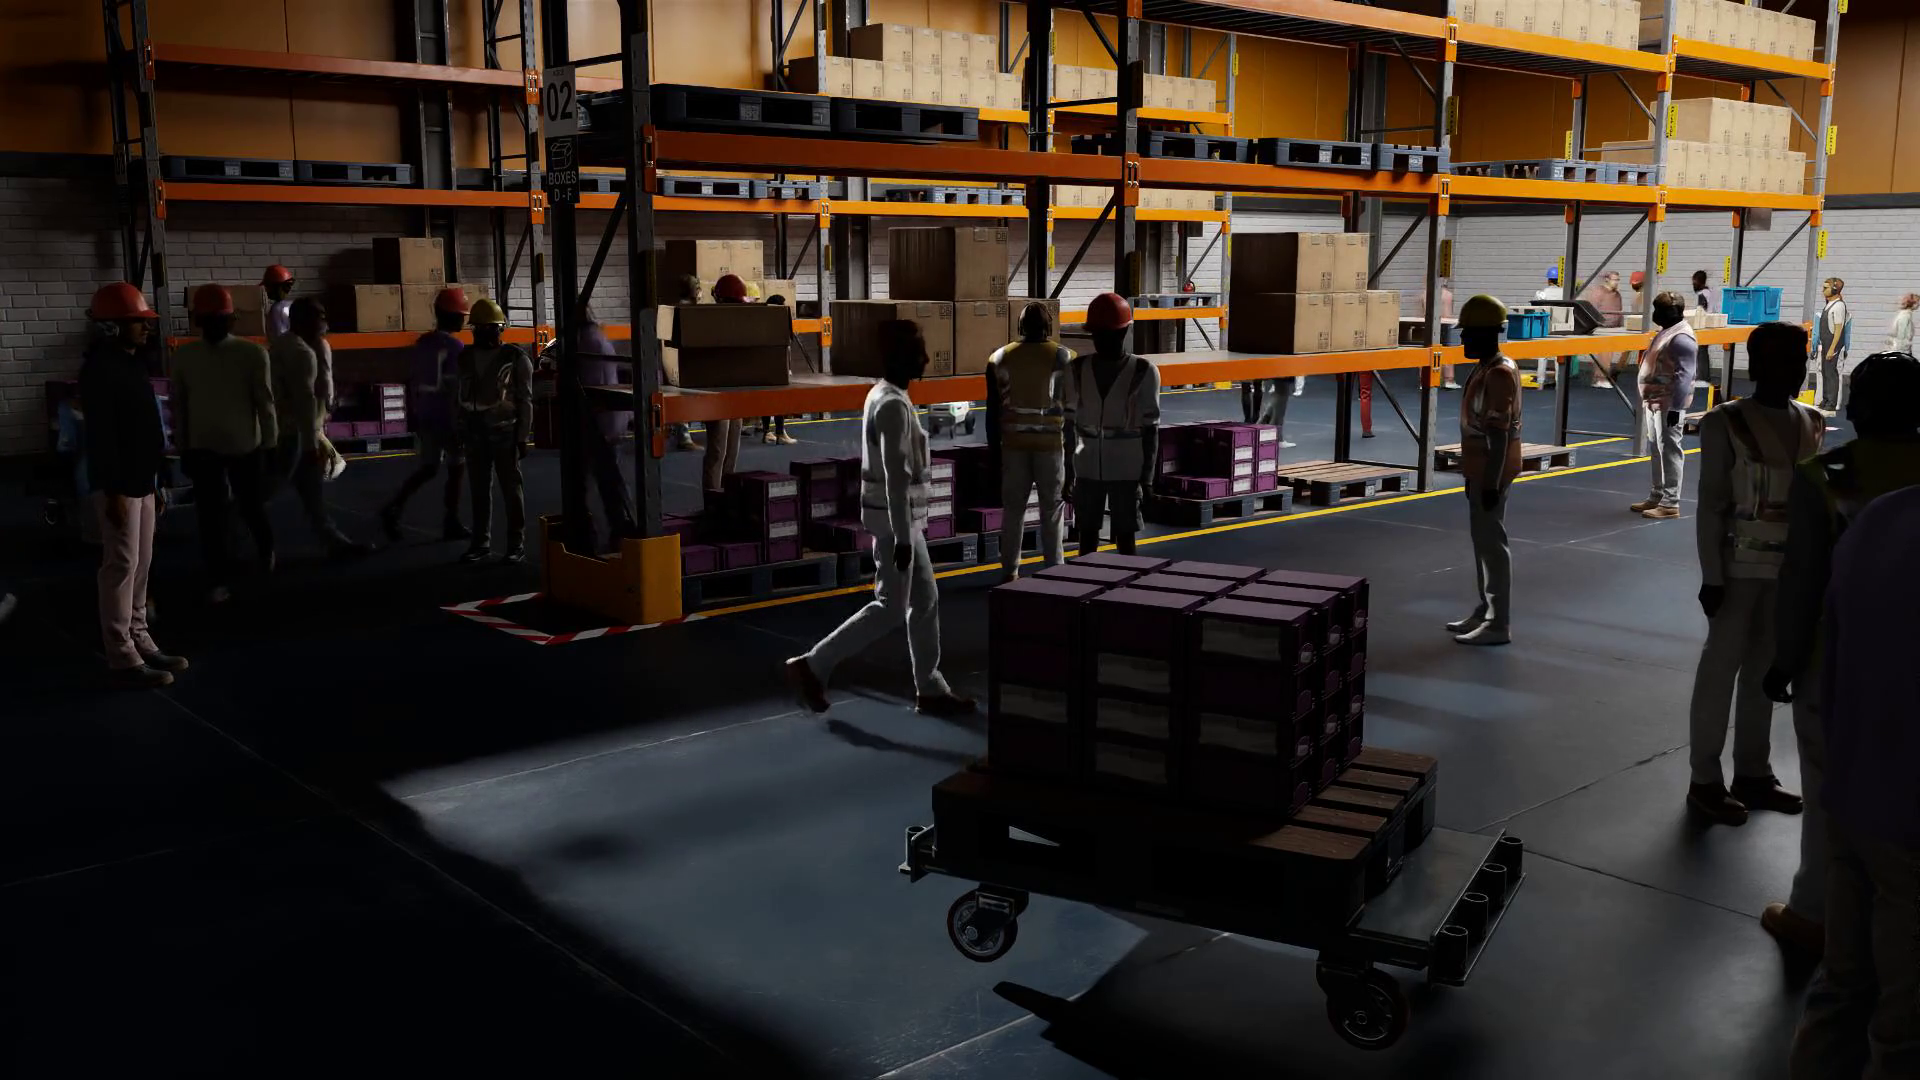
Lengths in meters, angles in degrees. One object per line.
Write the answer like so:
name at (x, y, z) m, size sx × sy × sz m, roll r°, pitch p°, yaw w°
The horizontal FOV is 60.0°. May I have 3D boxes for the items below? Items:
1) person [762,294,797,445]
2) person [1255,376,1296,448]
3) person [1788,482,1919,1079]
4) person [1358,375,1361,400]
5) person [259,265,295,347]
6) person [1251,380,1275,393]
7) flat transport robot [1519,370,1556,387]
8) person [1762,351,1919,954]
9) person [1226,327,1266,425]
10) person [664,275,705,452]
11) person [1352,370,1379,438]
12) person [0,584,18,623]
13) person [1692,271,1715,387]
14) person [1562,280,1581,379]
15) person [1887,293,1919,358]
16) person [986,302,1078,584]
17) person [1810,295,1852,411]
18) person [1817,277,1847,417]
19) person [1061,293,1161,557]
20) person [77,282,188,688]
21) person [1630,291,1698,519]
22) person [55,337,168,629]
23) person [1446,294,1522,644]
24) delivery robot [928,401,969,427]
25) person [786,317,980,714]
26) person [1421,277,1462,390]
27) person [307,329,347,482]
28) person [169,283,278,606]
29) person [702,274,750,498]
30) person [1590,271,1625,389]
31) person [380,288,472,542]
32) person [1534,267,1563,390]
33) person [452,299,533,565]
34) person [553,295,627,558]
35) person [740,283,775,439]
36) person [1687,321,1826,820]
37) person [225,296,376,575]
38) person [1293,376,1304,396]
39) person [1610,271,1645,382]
person at (-2.073, -1.921, 18.782) m, size 0.316 × 1.699 × 0.542 m, roll -8°, pitch 13°, yaw -41°
person at (3.549, -1.963, 18.414) m, size 0.422 × 1.908 × 0.607 m, roll -2°, pitch 10°, yaw -14°
person at (1.930, 0.600, 3.340) m, size 0.374 × 1.934 × 0.628 m, roll 0°, pitch 10°, yaw 2°
person at (5.811, -3.010, 24.383) m, size 0.607 × 1.966 × 0.367 m, roll 0°, pitch 10°, yaw 1°
person at (-6.650, -1.670, 16.362) m, size 0.397 × 2.038 × 0.614 m, roll -1°, pitch 10°, yaw -3°
person at (4.800, -3.211, 25.854) m, size 0.534 × 1.864 × 0.310 m, roll 7°, pitch 12°, yaw 36°
flat transport robot at (9.373, -2.650, 27.222) m, size 0.652 × 0.197 × 1.431 m, roll 6°, pitch 11°, yaw 33°
person at (2.761, 0.350, 5.070) m, size 0.620 × 1.845 × 0.430 m, roll 0°, pitch 10°, yaw -2°
person at (3.469, -2.220, 19.891) m, size 0.580 × 1.915 × 0.680 m, roll 0°, pitch 10°, yaw 1°
person at (-2.946, -1.908, 18.064) m, size 0.433 × 1.926 × 0.642 m, roll -2°, pitch 10°, yaw -14°
person at (4.668, -2.074, 19.501) m, size 0.522 × 1.764 × 0.318 m, roll 5°, pitch 11°, yaw 26°
person at (-5.616, -0.261, 9.303) m, size 0.404 × 1.626 × 0.637 m, roll -5°, pitch 11°, yaw -25°
person at (12.121, -3.434, 27.106) m, size 0.414 × 1.880 × 0.684 m, roll 5°, pitch 11°, yaw 29°
person at (10.454, -3.646, 28.768) m, size 0.677 × 1.744 × 0.540 m, roll 0°, pitch 10°, yaw 0°
person at (12.845, -2.542, 22.646) m, size 0.475 × 1.618 × 0.536 m, roll 5°, pitch 11°, yaw 27°
person at (0.475, -0.593, 10.629) m, size 0.625 × 1.836 × 0.429 m, roll 3°, pitch 10°, yaw 15°
person at (11.950, -2.585, 22.847) m, size 0.525 × 1.639 × 0.307 m, roll 0°, pitch 10°, yaw 0°
person at (11.501, -2.544, 22.004) m, size 0.344 × 1.847 × 0.504 m, roll 3°, pitch 10°, yaw 16°
person at (0.798, -0.365, 9.007) m, size 0.542 × 1.929 × 0.374 m, roll 4°, pitch 10°, yaw 21°
person at (-4.124, -0.273, 8.267) m, size 0.380 × 1.996 × 0.608 m, roll -2°, pitch 10°, yaw -10°
person at (5.730, -1.095, 13.539) m, size 0.429 × 1.840 × 0.634 m, roll 1°, pitch 10°, yaw 7°
person at (-4.666, -0.275, 9.169) m, size 0.551 × 1.681 × 0.416 m, roll -7°, pitch 12°, yaw -37°
person at (2.879, -0.388, 9.176) m, size 0.406 × 1.918 × 0.588 m, roll 1°, pitch 10°, yaw 7°
delivery robot at (-0.138, -1.544, 19.646) m, size 0.477 × 0.478 × 0.707 m, roll 3°, pitch 10°, yaw 15°
person at (-0.355, -0.082, 7.577) m, size 0.826 × 1.858 × 0.580 m, roll -1°, pitch 10°, yaw -3°
person at (7.648, -3.305, 26.355) m, size 0.753 × 1.887 × 0.654 m, roll -7°, pitch 12°, yaw -34°
person at (-6.017, -1.318, 15.488) m, size 0.344 × 1.618 × 0.519 m, roll -9°, pitch 13°, yaw -41°
person at (-4.560, -0.618, 10.378) m, size 0.617 × 1.967 × 0.802 m, roll -1°, pitch 10°, yaw -7°
person at (-1.791, -1.046, 12.828) m, size 0.398 × 1.984 × 0.609 m, roll 3°, pitch 10°, yaw 17°
person at (10.376, -3.330, 26.476) m, size 0.681 × 1.882 × 0.695 m, roll -6°, pitch 12°, yaw -33°
person at (-3.879, -0.888, 12.173) m, size 0.577 × 1.898 × 0.758 m, roll 8°, pitch 12°, yaw 38°
person at (9.386, -3.342, 26.366) m, size 0.614 × 1.949 × 0.375 m, roll 1°, pitch 10°, yaw 8°
person at (-3.240, -0.741, 11.487) m, size 0.590 × 1.833 × 0.404 m, roll 2°, pitch 10°, yaw 14°
person at (-2.608, -0.780, 11.639) m, size 0.645 × 1.861 × 0.700 m, roll 0°, pitch 10°, yaw -1°
person at (-2.416, -2.082, 19.393) m, size 0.577 × 1.804 × 0.608 m, roll -9°, pitch 13°, yaw -43°
person at (3.038, 0.116, 6.327) m, size 0.576 × 1.882 × 0.355 m, roll -4°, pitch 11°, yaw -23°
person at (-4.569, -0.707, 11.233) m, size 1.065 × 1.872 × 0.653 m, roll -6°, pitch 12°, yaw -33°
person at (5.074, -2.969, 25.174) m, size 0.496 × 1.606 × 0.693 m, roll 7°, pitch 12°, yaw 37°
person at (11.354, -3.581, 27.988) m, size 0.963 × 1.877 × 0.597 m, roll 1°, pitch 10°, yaw 7°
